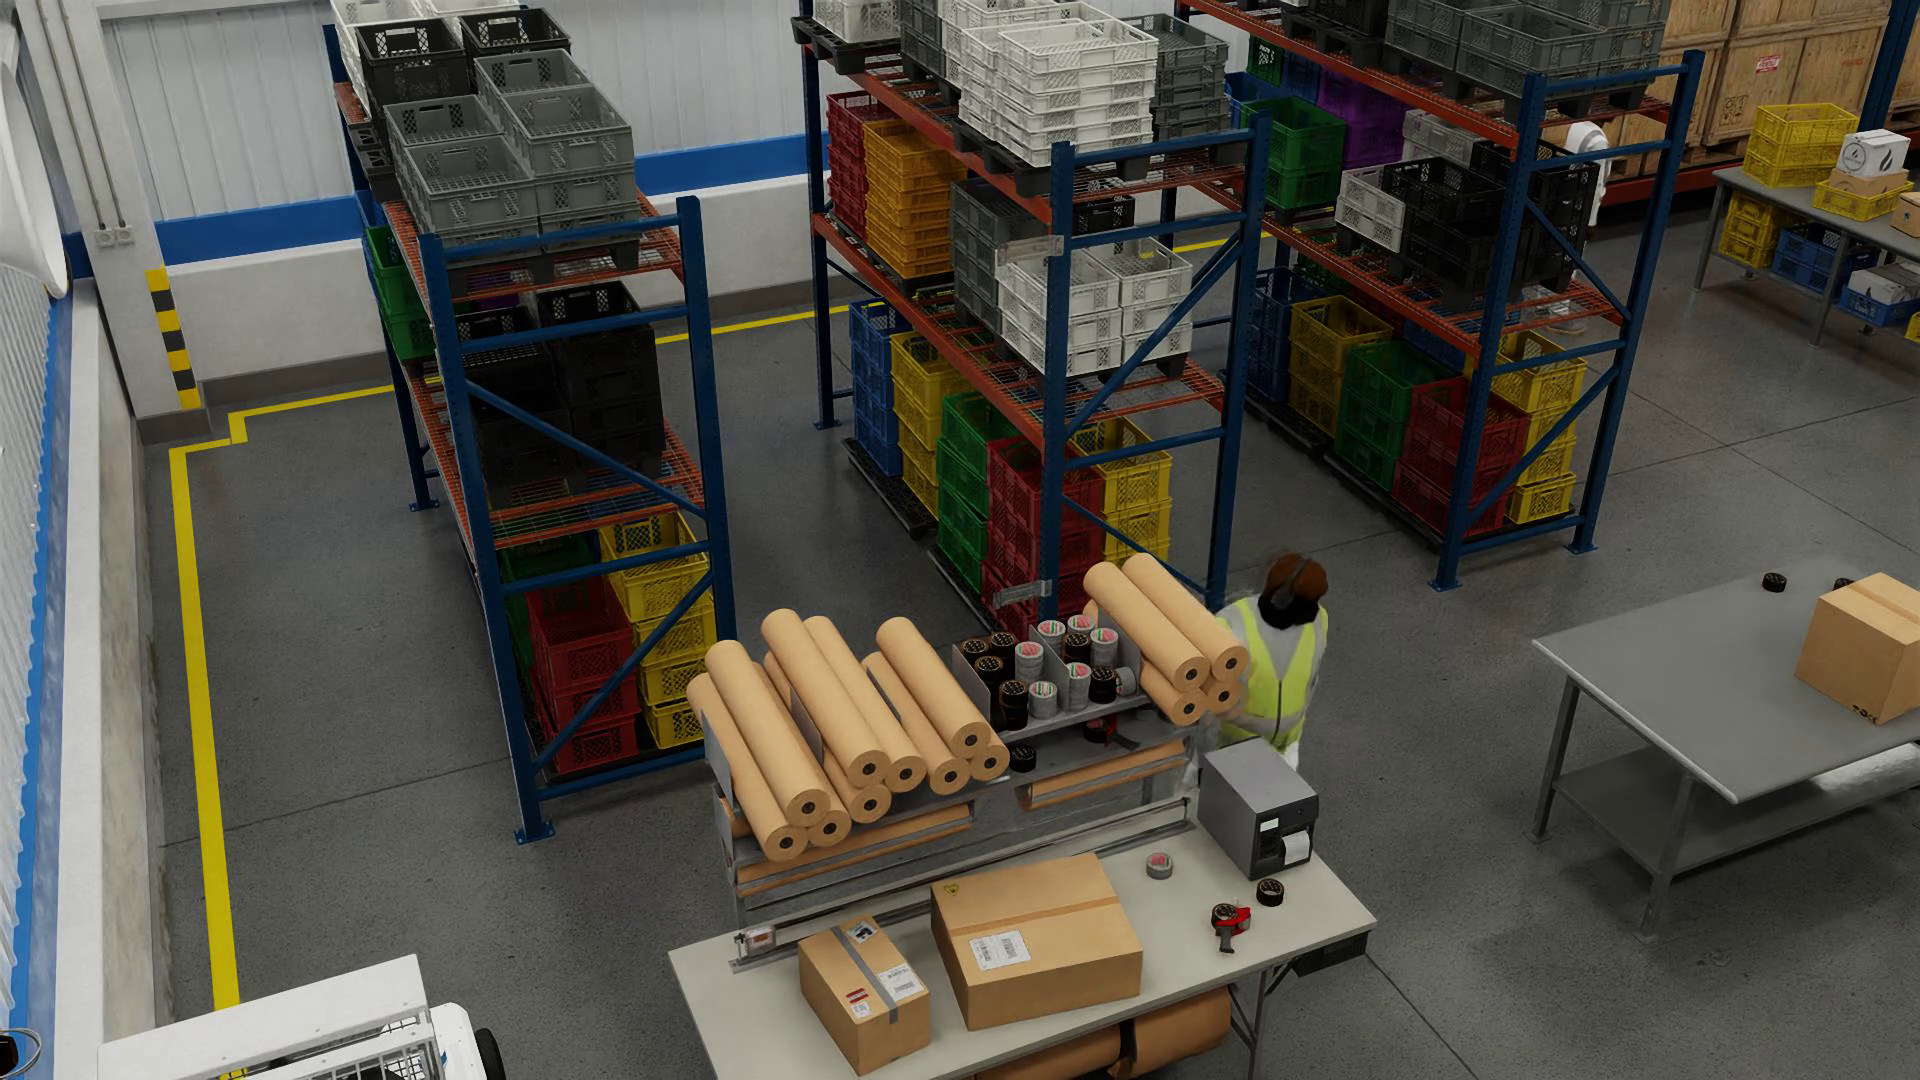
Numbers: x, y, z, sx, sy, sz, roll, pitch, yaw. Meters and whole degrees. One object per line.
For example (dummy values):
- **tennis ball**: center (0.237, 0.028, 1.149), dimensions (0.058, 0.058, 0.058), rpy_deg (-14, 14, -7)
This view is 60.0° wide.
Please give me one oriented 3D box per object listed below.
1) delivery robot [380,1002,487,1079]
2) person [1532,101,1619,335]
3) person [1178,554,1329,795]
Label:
- **delivery robot**: center (-1.940, 2.076, 6.217), dimensions (0.477, 0.478, 0.707), rpy_deg (-14, 34, -22)
- **person**: center (4.624, -2.480, 12.446), dimensions (0.360, 1.882, 0.574), rpy_deg (-1, 32, -1)
- **person**: center (1.248, 0.808, 7.209), dimensions (0.641, 1.782, 0.976), rpy_deg (-8, 32, -12)
